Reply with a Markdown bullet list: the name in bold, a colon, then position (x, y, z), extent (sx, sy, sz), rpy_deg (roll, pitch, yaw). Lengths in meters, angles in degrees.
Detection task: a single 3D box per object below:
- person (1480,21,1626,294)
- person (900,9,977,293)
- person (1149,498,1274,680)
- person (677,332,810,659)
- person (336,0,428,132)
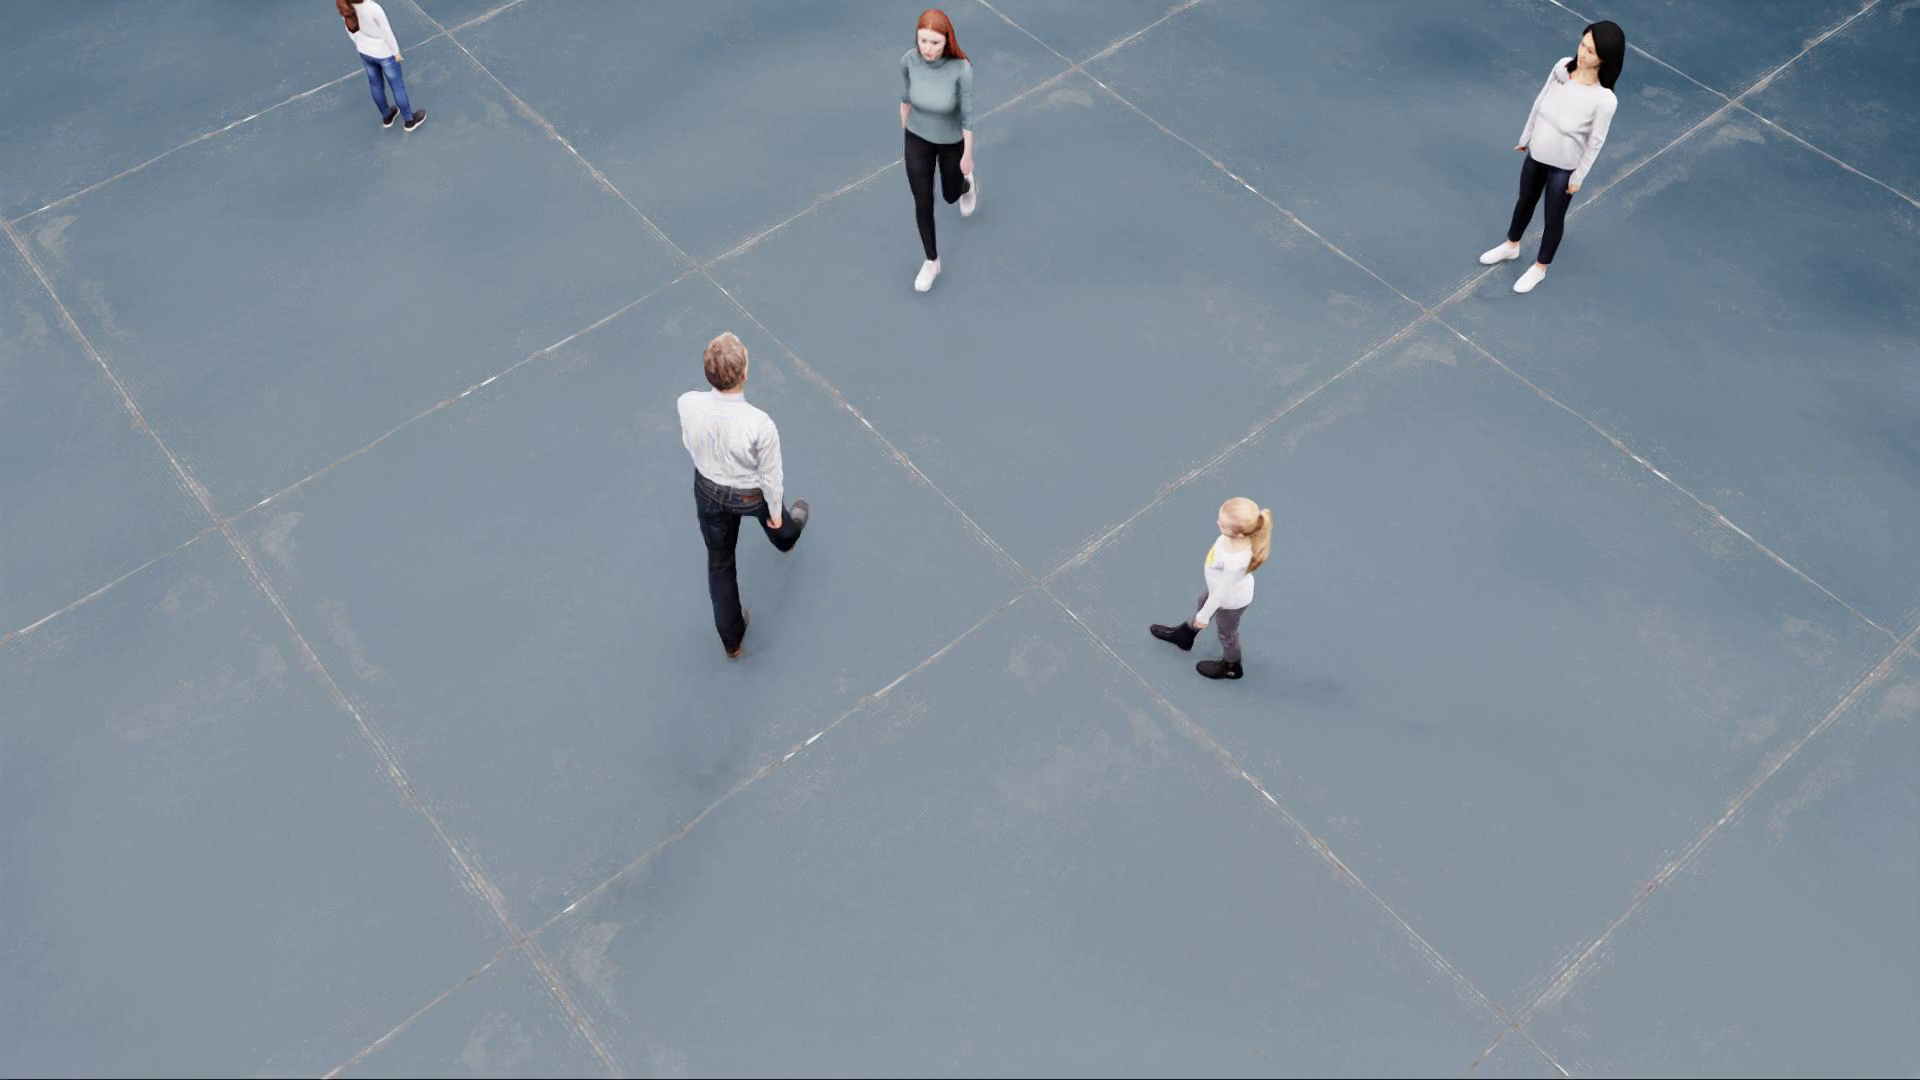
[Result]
- **person**: position (3.271, -2.093, 9.089), extent (0.597, 1.699, 0.647), rpy_deg (-26, 57, -19)
- **person**: position (-0.098, -2.214, 9.167), extent (0.898, 1.722, 1.090), rpy_deg (16, 54, 12)
- **person**: position (1.277, 0.245, 7.550), extent (0.780, 1.267, 0.750), rpy_deg (13, 53, 10)
- **person**: position (-1.046, -0.164, 7.550), extent (1.103, 1.769, 1.263), rpy_deg (11, 53, 9)
- **person**: position (-3.575, -3.010, 10.171), extent (0.527, 1.110, 0.574), rpy_deg (14, 53, 10)
